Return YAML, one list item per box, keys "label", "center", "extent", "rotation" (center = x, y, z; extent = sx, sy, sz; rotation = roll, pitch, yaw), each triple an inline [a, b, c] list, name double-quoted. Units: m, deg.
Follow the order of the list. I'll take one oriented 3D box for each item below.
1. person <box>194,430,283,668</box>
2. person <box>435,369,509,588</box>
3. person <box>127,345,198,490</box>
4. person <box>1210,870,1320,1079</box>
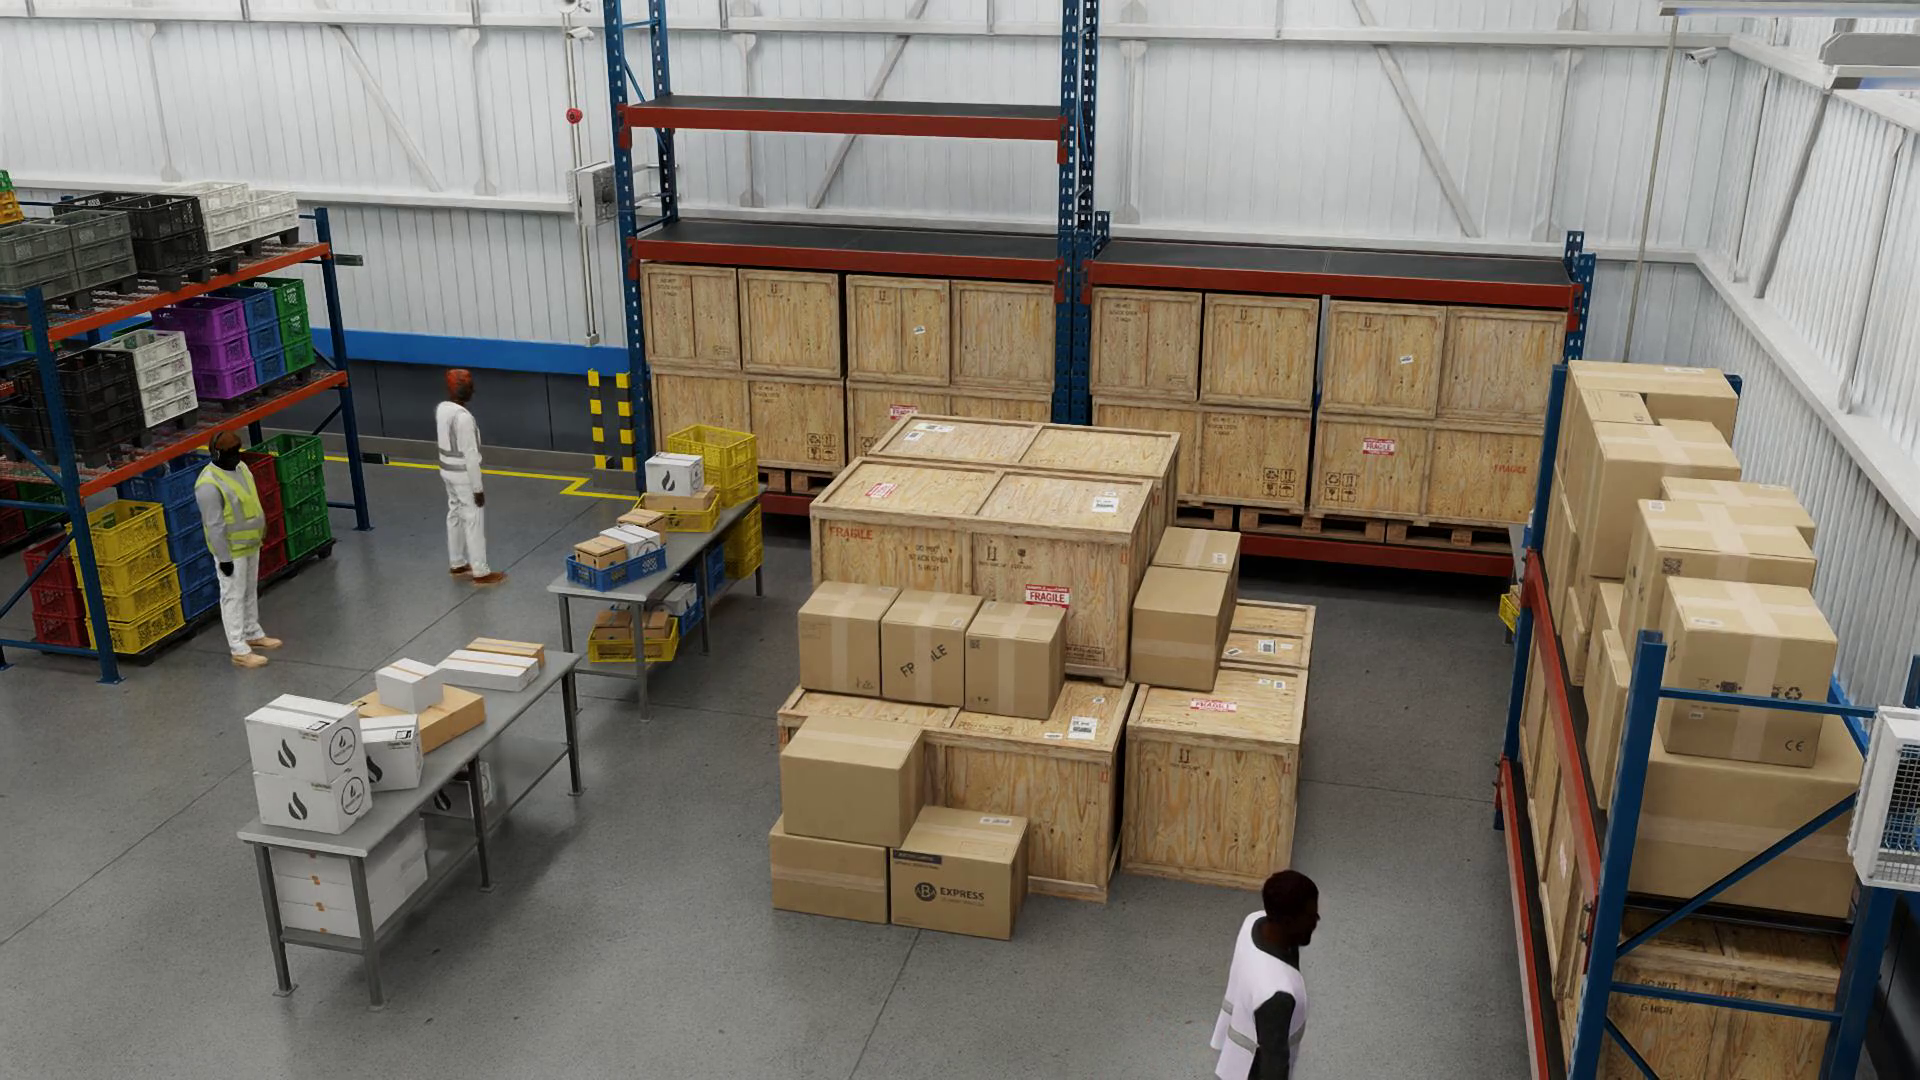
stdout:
- label: "person"
  center: [-5.507, 0.048, 12.704]
  extent: [0.430, 1.841, 0.624]
  rotation: [0, 21, 1]
- label: "person"
  center: [-4.205, -0.521, 14.183]
  extent: [0.379, 1.871, 0.694]
  rotation: [-18, 27, -38]
- label: "person"
  center: [-7.119, -0.819, 14.839]
  extent: [0.627, 1.936, 0.376]
  rotation: [-2, 21, -4]
- label: "person"
  center: [1.248, 2.212, 6.951]
  extent: [0.387, 1.910, 0.584]
  rotation: [0, 21, 1]
